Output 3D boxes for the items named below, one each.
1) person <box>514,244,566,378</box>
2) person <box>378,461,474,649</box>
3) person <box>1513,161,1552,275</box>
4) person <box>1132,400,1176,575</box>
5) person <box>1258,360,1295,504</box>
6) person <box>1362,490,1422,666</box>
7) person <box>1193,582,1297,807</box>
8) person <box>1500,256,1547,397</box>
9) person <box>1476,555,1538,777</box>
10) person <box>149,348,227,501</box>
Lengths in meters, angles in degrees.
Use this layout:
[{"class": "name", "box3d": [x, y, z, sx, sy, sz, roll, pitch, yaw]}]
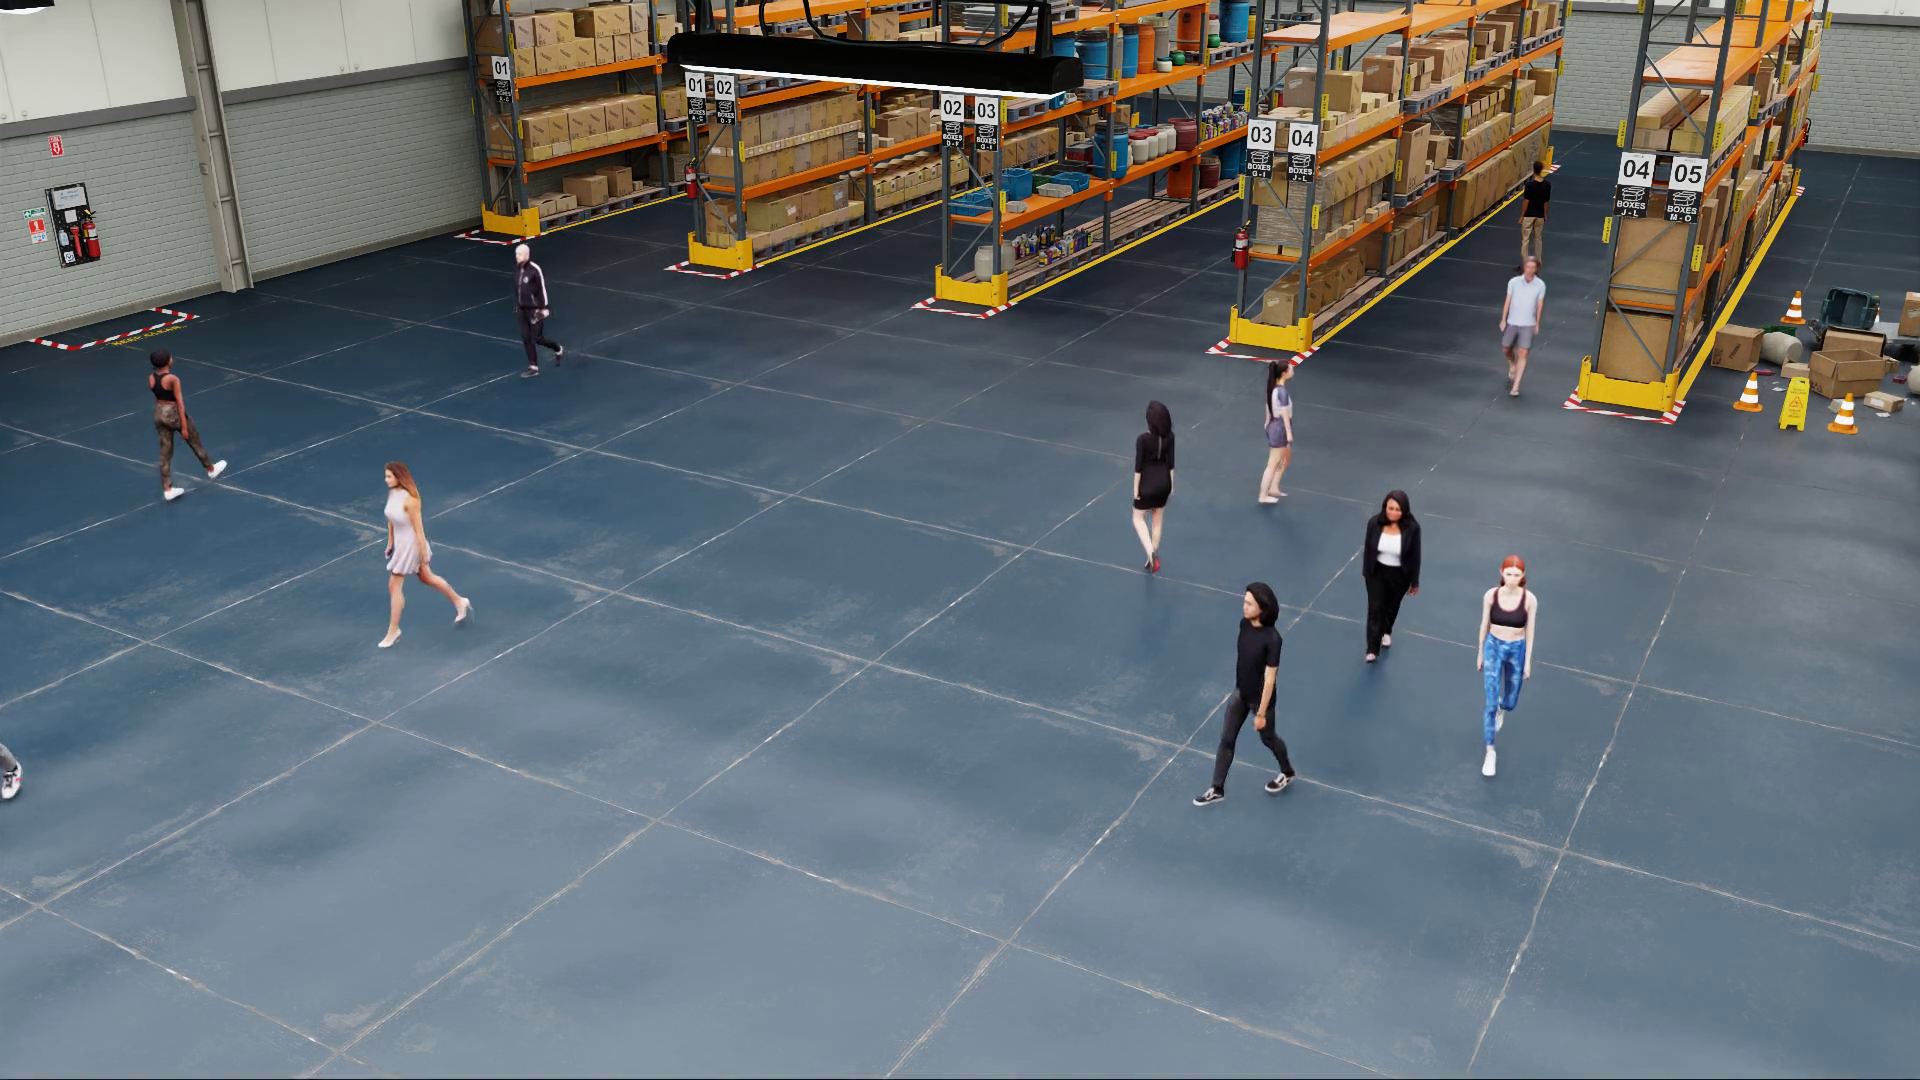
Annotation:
[{"class": "person", "box3d": [-5.714, -3.117, 22.499, 0.743, 1.818, 0.919, 17, 28, 34]}, {"class": "person", "box3d": [-4.888, 0.096, 15.067, 1.207, 1.722, 0.814, -19, 29, -37]}, {"class": "person", "box3d": [9.592, -5.394, 27.808, 0.715, 1.855, 0.753, -4, 23, -10]}, {"class": "person", "box3d": [1.929, -0.454, 16.271, 0.858, 1.791, 0.909, -7, 24, -17]}, {"class": "person", "box3d": [3.386, -1.164, 18.140, 0.775, 1.636, 0.693, -1, 23, -2]}, {"class": "person", "box3d": [3.833, 0.292, 14.804, 0.849, 1.567, 1.142, 5, 24, 12]}, {"class": "person", "box3d": [2.297, 1.152, 12.493, 1.234, 1.793, 1.048, -11, 25, -24]}, {"class": "person", "box3d": [7.392, -2.851, 21.878, 0.676, 1.816, 0.974, 11, 25, 24]}, {"class": "person", "box3d": [4.273, 0.928, 13.048, 0.704, 1.770, 1.057, 8, 24, 18]}, {"class": "person", "box3d": [-8.738, -1.245, 18.308, 0.764, 1.655, 1.167, 7, 24, 17]}]
